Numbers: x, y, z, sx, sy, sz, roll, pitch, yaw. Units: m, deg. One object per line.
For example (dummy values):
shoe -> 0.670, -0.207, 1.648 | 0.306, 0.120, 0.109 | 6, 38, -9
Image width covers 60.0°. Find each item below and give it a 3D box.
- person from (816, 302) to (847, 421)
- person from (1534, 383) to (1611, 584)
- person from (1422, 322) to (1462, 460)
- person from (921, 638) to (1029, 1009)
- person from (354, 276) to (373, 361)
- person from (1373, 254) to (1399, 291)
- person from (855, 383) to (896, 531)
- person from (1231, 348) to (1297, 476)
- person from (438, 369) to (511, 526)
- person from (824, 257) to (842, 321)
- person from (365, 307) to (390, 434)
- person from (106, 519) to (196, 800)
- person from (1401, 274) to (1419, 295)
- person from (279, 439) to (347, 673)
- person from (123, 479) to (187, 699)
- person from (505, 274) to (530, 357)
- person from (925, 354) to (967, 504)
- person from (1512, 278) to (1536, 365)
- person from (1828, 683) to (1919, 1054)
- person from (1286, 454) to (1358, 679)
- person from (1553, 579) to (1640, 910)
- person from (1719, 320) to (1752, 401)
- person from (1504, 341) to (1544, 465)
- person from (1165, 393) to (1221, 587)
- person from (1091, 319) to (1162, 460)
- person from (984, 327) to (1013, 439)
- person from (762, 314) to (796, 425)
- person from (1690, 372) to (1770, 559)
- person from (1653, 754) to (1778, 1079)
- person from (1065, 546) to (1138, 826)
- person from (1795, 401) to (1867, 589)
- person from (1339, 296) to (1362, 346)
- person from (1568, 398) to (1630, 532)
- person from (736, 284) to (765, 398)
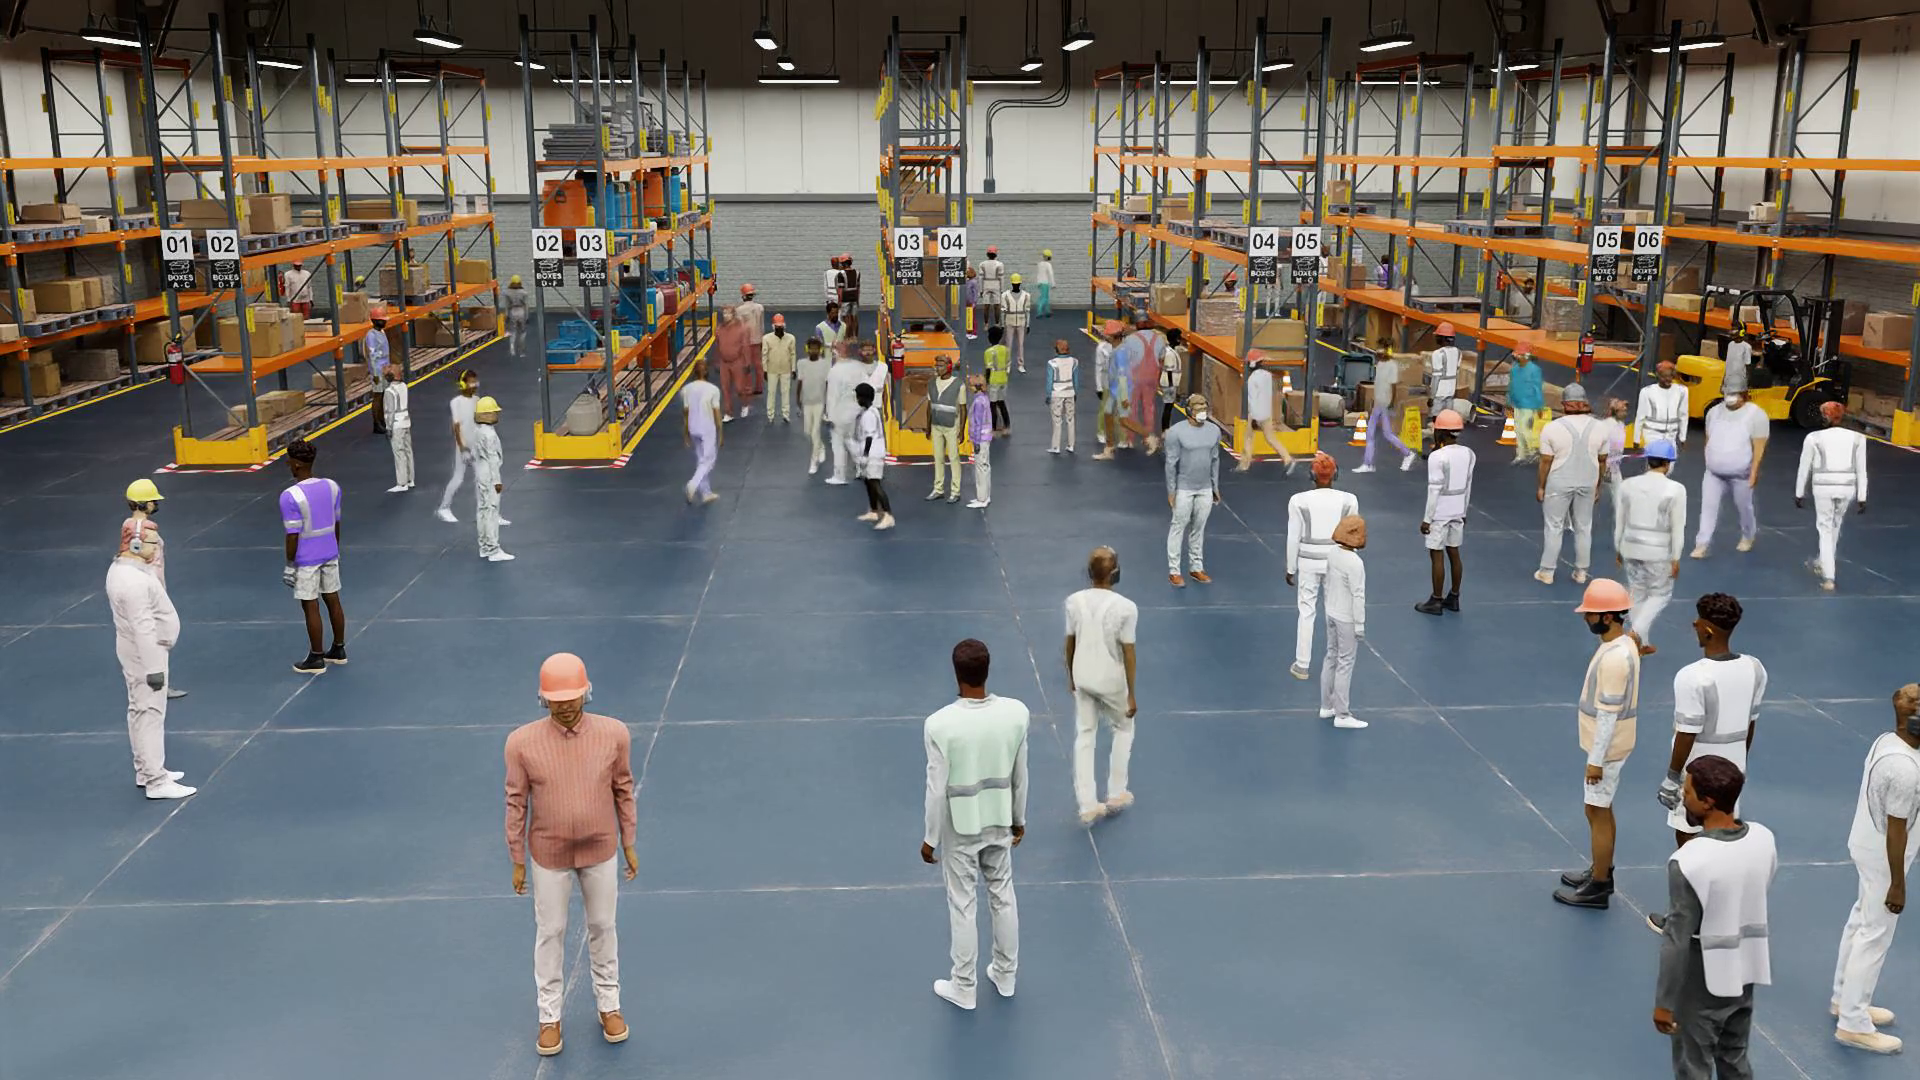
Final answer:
person -> -2.061, -2.861, 26.682 | 0.585, 1.911, 0.391 | -13, 18, -43
person -> 6.098, -0.574, 16.700 | 0.682, 2.000, 0.538 | 0, 13, -1
person -> 6.734, -2.070, 23.246 | 0.552, 1.942, 0.341 | -10, 17, -37
person -> 0.087, 1.440, 8.434 | 0.592, 1.916, 0.375 | -7, 15, -29
person -> -12.364, -4.587, 34.398 | 0.517, 1.703, 0.876 | -4, 14, -15
person -> 10.087, -5.870, 39.562 | 0.623, 1.844, 0.429 | -3, 14, -11
person -> -0.985, -0.960, 19.158 | 0.467, 1.662, 0.717 | 0, 13, -1
person -> 4.086, -1.701, 22.185 | 0.849, 1.714, 0.577 | 11, 17, 39
person -> -5.729, -1.075, 19.300 | 0.975, 1.828, 0.518 | 8, 15, 29
person -> -2.837, -5.502, 37.915 | 0.573, 1.883, 0.357 | 10, 17, 37
person -> -8.879, -2.607, 25.534 | 0.376, 1.935, 0.550 | 0, 13, -1
person -> -5.457, 0.795, 11.202 | 0.406, 1.903, 0.636 | -9, 16, -33
person -> 9.887, -5.023, 36.433 | 0.524, 1.618, 0.370 | -6, 15, -24
person -> -5.401, 0.135, 13.867 | 0.368, 1.961, 0.603 | 5, 14, 22
person -> -6.428, 0.387, 13.217 | 0.533, 1.767, 0.327 | 12, 18, 42
person -> -9.233, -4.667, 34.705 | 0.490, 1.730, 0.456 | -1, 13, -2
person -> -0.164, -1.379, 20.527 | 0.572, 1.843, 0.373 | 9, 16, 34
person -> 11.130, -4.274, 32.833 | 0.520, 1.836, 0.913 | 3, 14, 12
person -> 4.501, 1.570, 8.065 | 0.349, 1.837, 0.502 | 5, 14, 20
person -> 2.962, 0.221, 13.666 | 0.575, 1.885, 0.355 | 0, 13, 1
person -> 3.681, 1.166, 9.589 | 0.389, 1.924, 0.549 | 6, 14, 23
person -> 11.256, -2.256, 24.188 | 0.335, 1.873, 0.521 | -2, 13, -10
person -> 7.718, -1.862, 22.822 | 0.436, 1.729, 0.614 | -5, 14, -20
person -> 2.328, -0.504, 16.620 | 0.627, 1.940, 0.371 | -6, 15, -24
person -> 2.337, -2.074, 23.158 | 0.896, 2.010, 0.621 | -1, 13, -6
person -> 0.537, -2.356, 25.020 | 0.365, 1.689, 0.578 | 9, 16, 35
person -> -2.857, -2.706, 26.341 | 0.562, 1.753, 0.333 | -4, 14, -18
person -> 8.290, -0.837, 17.812 | 0.984, 2.000, 0.678 | -12, 18, -42
person -> 3.109, 1.816, 6.885 | 0.603, 1.905, 0.409 | -8, 15, -30
person -> 0.961, 0.921, 10.819 | 0.547, 1.824, 0.663 | 7, 15, 28
person -> 8.715, -0.465, 16.661 | 0.607, 1.830, 0.963 | 2, 13, 8
person -> 8.660, -5.181, 36.743 | 0.675, 1.804, 0.606 | -9, 16, -34
person -> 7.240, -0.788, 18.584 | 0.515, 1.588, 0.855 | -10, 16, -35
person -> -3.682, -3.481, 29.110 | 0.381, 1.994, 0.622 | 11, 17, 40
